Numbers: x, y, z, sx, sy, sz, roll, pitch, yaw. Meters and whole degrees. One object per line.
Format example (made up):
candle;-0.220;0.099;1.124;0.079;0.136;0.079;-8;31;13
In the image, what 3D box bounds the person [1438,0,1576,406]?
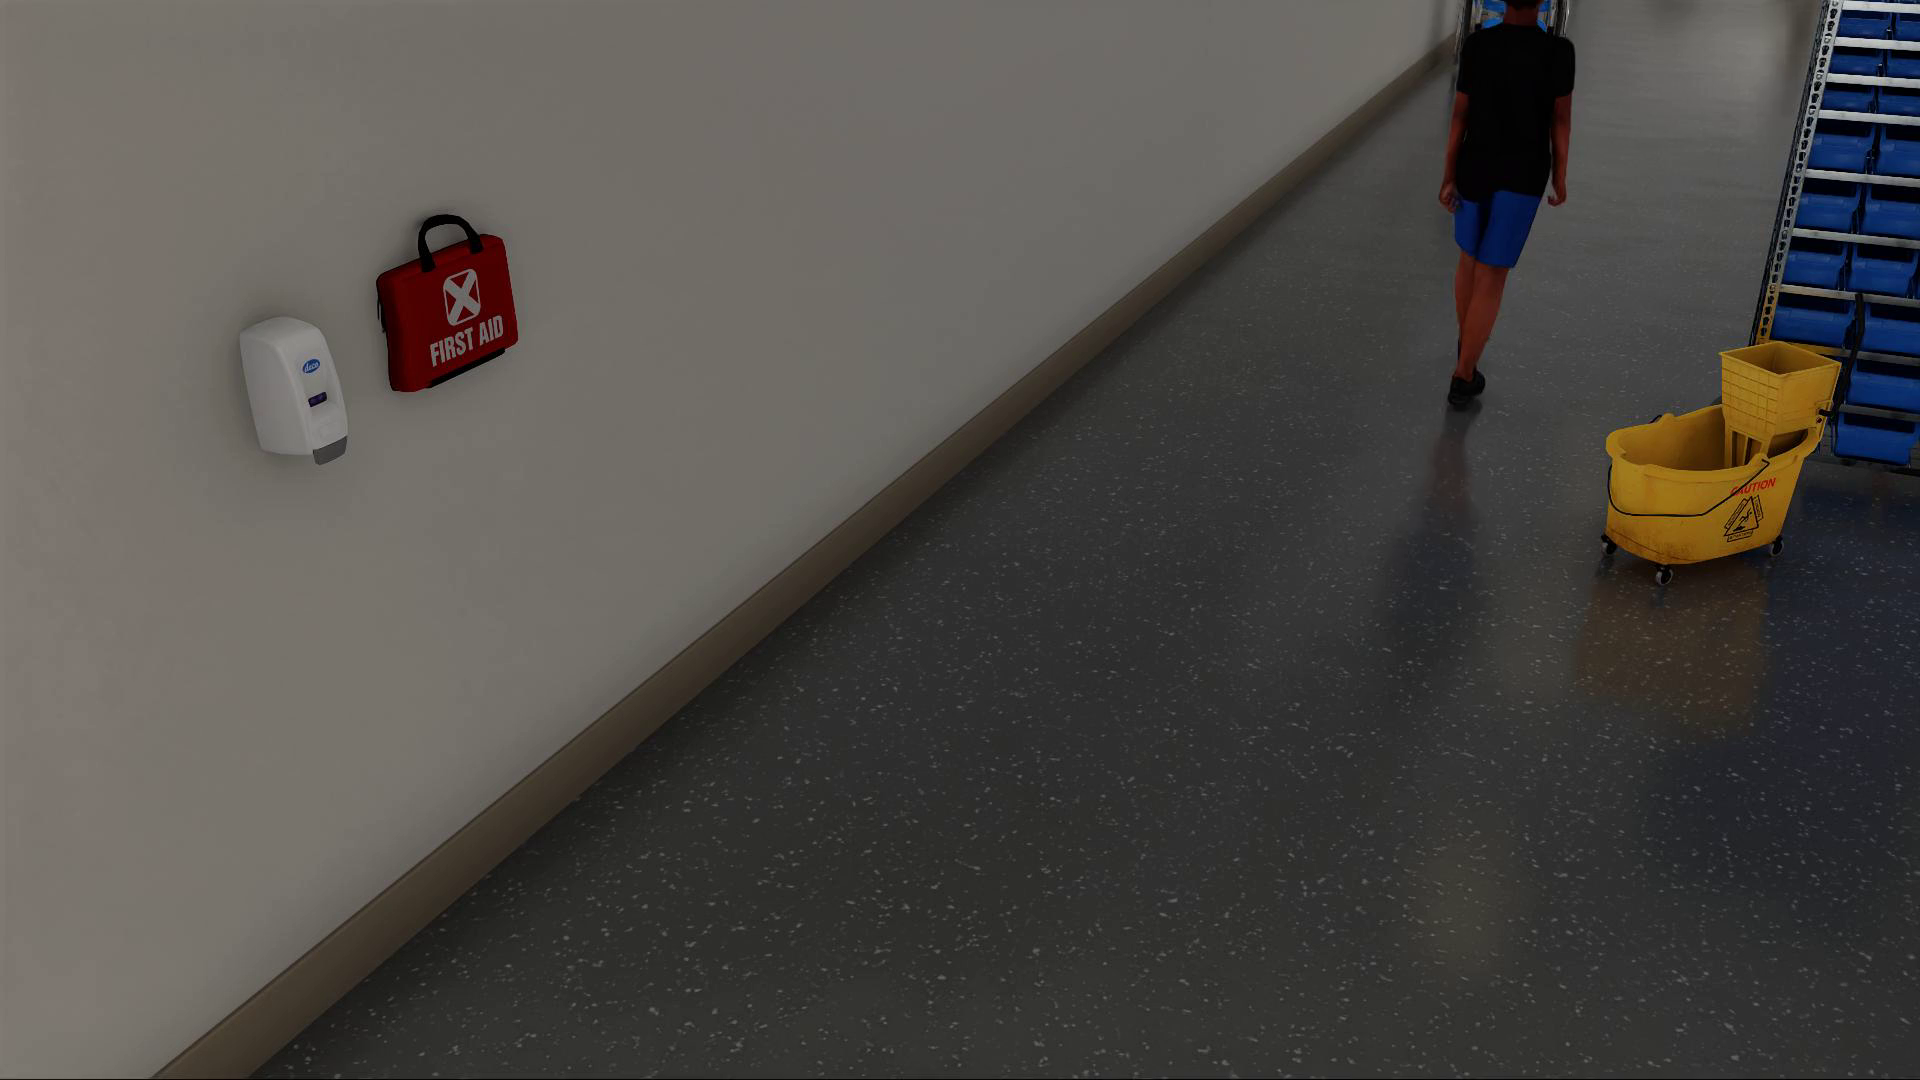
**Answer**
person;2.090;-1.392;6.508;0.945;1.770;0.762;18;31;32
